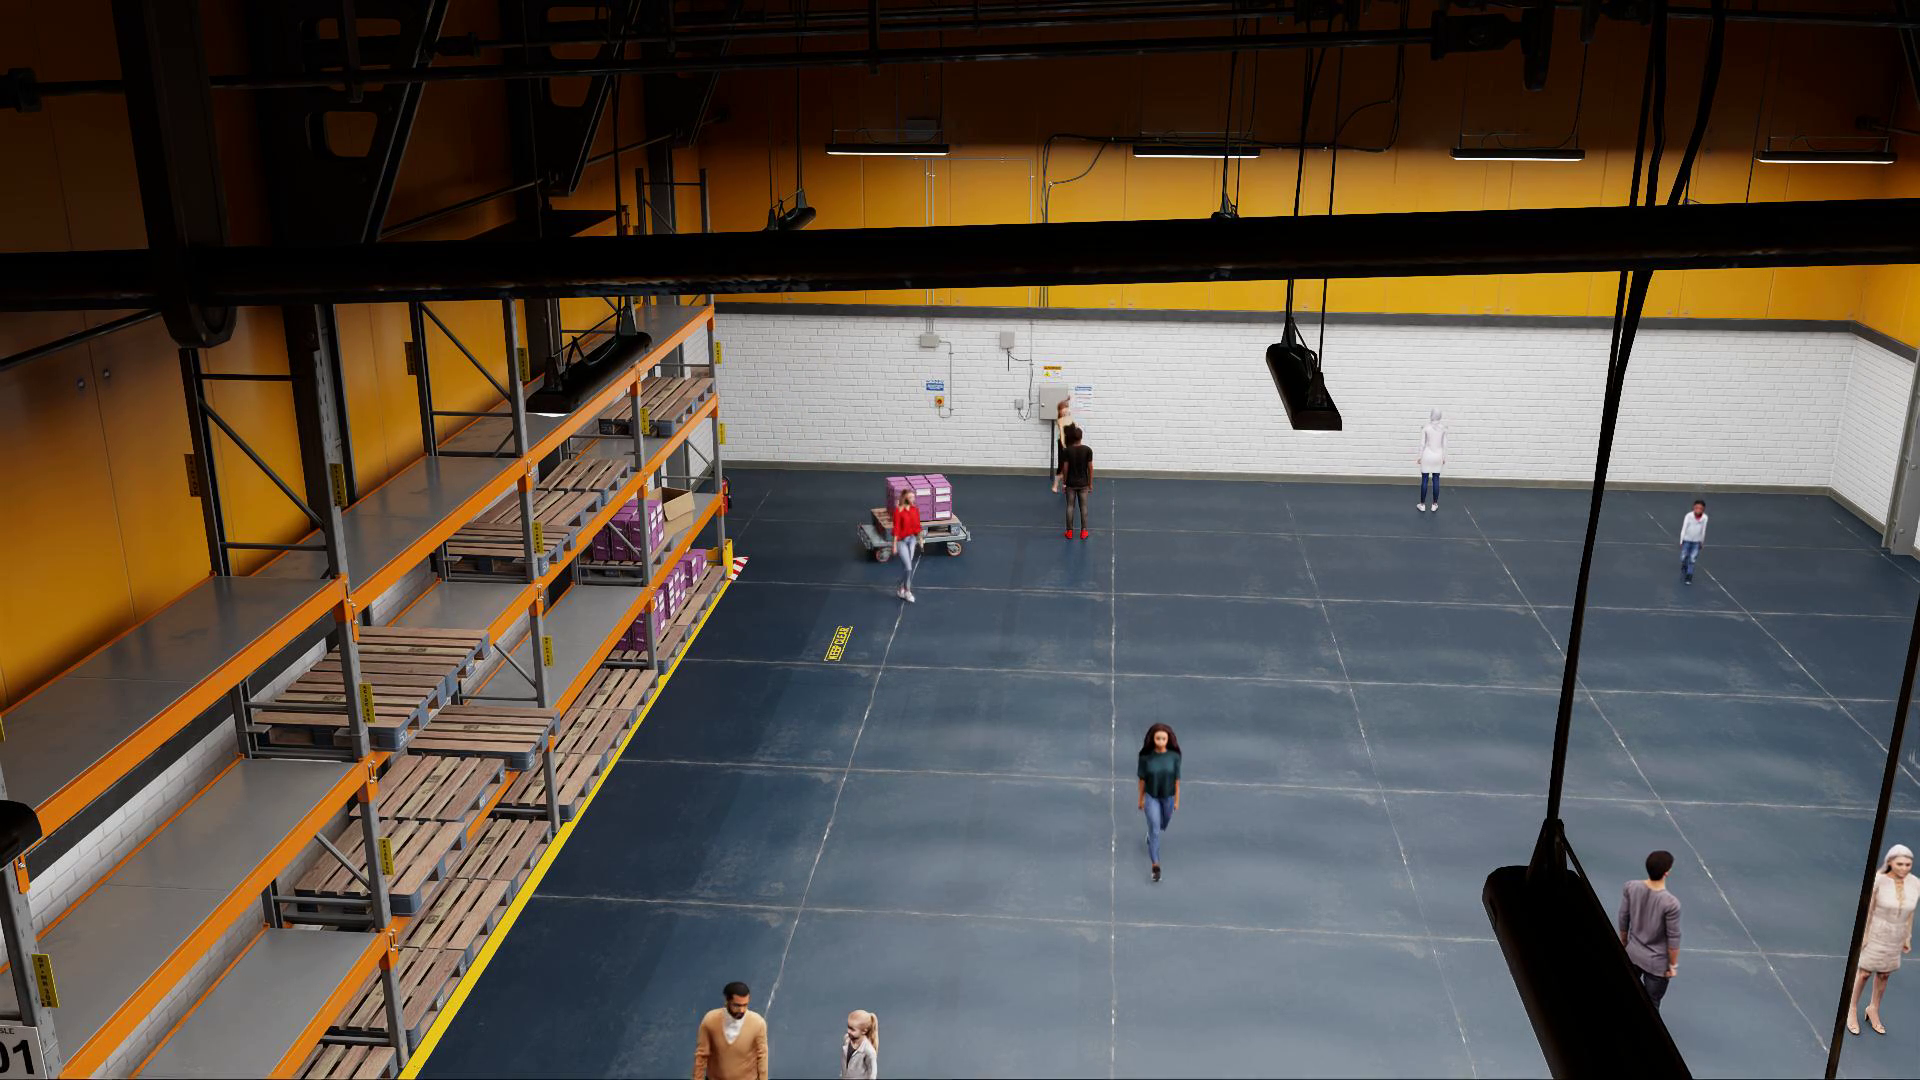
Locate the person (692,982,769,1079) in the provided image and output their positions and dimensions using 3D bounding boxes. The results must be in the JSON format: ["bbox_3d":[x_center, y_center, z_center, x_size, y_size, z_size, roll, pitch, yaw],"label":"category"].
[{"bbox_3d":[-1.657,3.949,12.201,0.753,1.707,1.229,4,19,11],"label":"person"}]

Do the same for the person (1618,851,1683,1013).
[{"bbox_3d":[5.634,3.387,13.639,0.797,1.853,0.718,-13,23,-34],"label":"person"}]

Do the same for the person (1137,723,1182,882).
[{"bbox_3d":[1.966,2.540,16.570,0.657,1.588,1.045,0,19,0],"label":"person"}]

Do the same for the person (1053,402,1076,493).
[{"bbox_3d":[1.855,-1.655,29.006,0.862,1.602,0.711,5,19,15],"label":"person"}]

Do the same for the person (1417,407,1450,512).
[{"bbox_3d":[7.910,-1.360,27.859,0.607,1.776,0.510,2,19,6],"label":"person"}]

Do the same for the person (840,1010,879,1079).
[{"bbox_3d":[-0.755,4.088,12.464,0.660,1.276,0.605,-17,25,-41],"label":"person"}]

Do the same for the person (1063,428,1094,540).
[{"bbox_3d":[1.864,-0.907,26.467,0.639,1.806,0.529,1,19,2],"label":"person"}]

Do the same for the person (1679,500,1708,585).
[{"bbox_3d":[10.865,-0.008,24.664,0.639,1.251,0.829,8,20,23],"label":"person"}]

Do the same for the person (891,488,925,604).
[{"bbox_3d":[-0.832,0.041,23.831,0.780,1.690,0.842,-16,24,-39],"label":"person"}]

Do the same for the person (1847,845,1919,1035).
[{"bbox_3d":[7.743,3.343,13.956,0.606,1.736,0.560,0,19,1],"label":"person"}]
